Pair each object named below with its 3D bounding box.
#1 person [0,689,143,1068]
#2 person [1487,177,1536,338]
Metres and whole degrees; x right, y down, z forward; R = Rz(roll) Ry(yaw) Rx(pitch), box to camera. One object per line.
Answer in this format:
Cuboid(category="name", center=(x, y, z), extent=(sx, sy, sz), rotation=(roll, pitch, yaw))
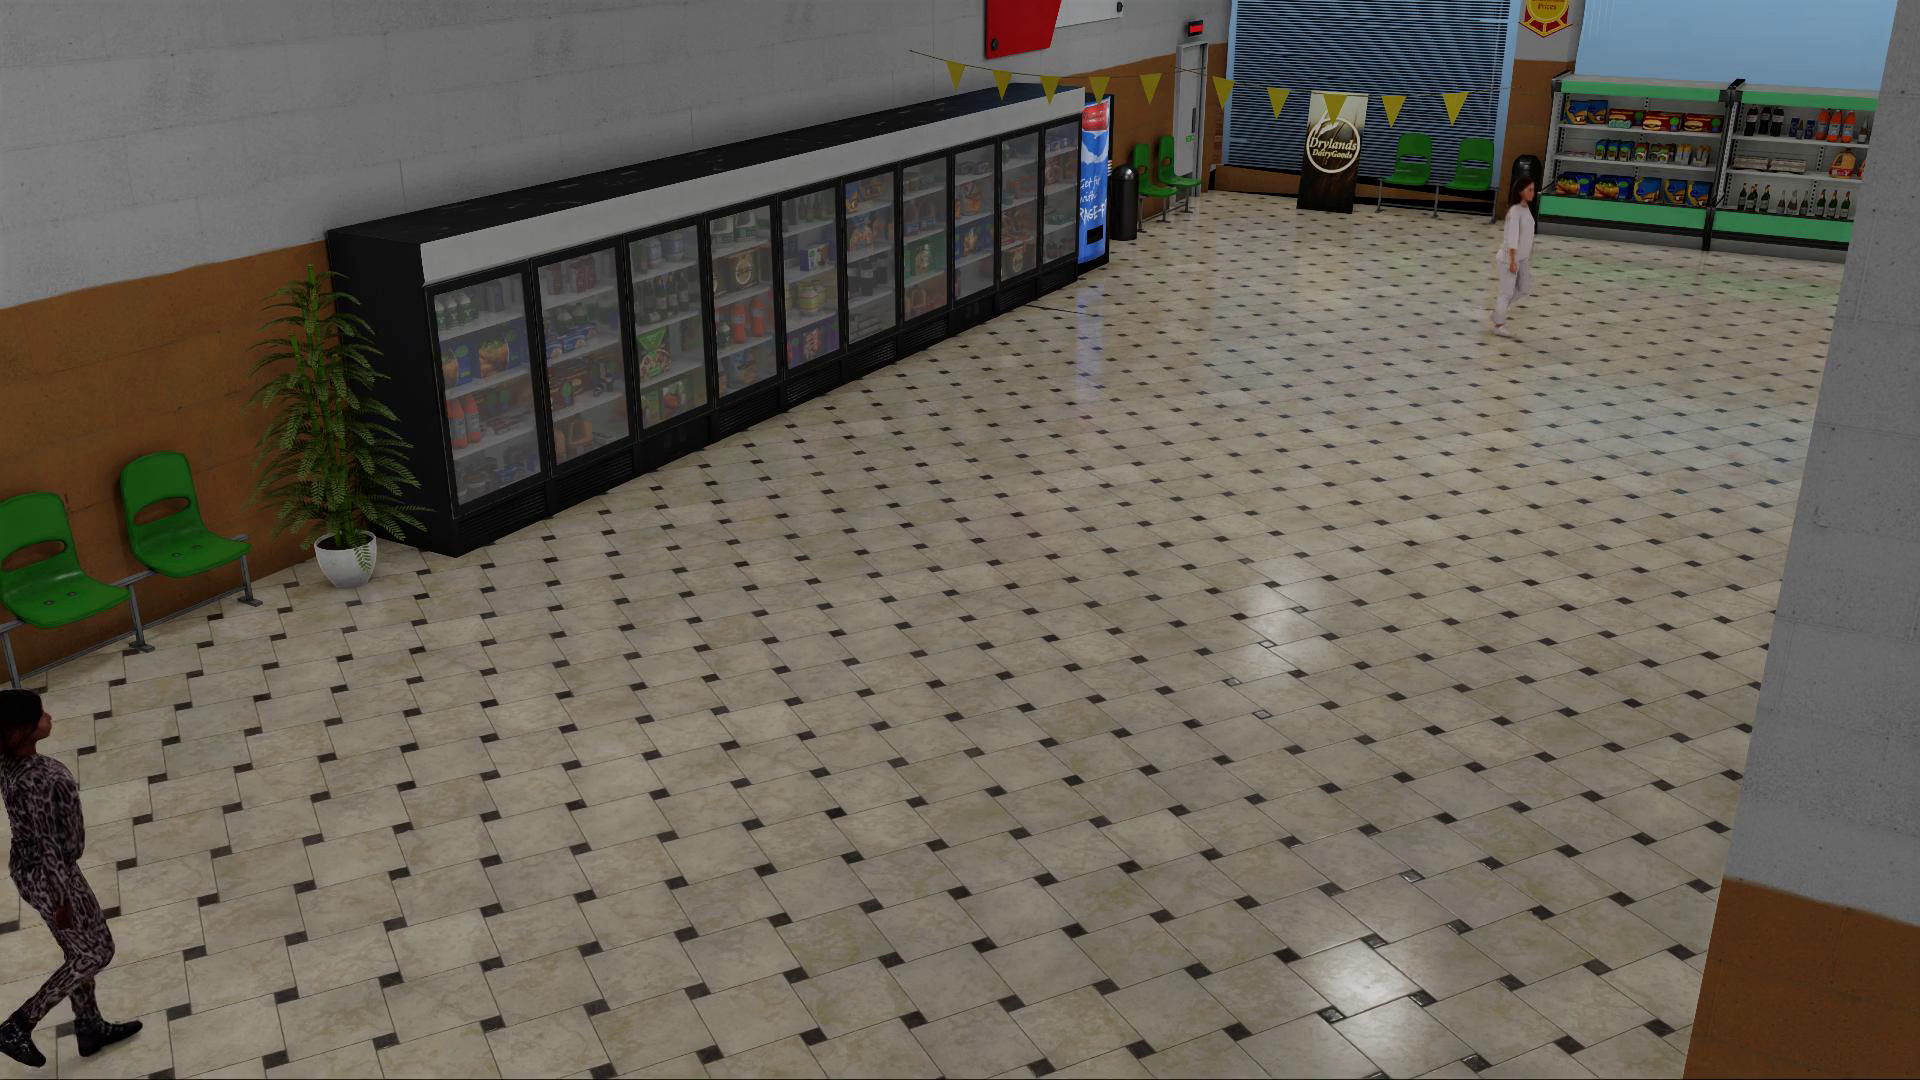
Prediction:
Cuboid(category="person", center=(-3.724, 1.394, 6.661), extent=(0.762, 1.703, 0.811), rotation=(-19, 29, -39))
Cuboid(category="person", center=(5.792, -2.997, 17.624), extent=(0.687, 1.678, 0.661), rotation=(18, 28, 37))
